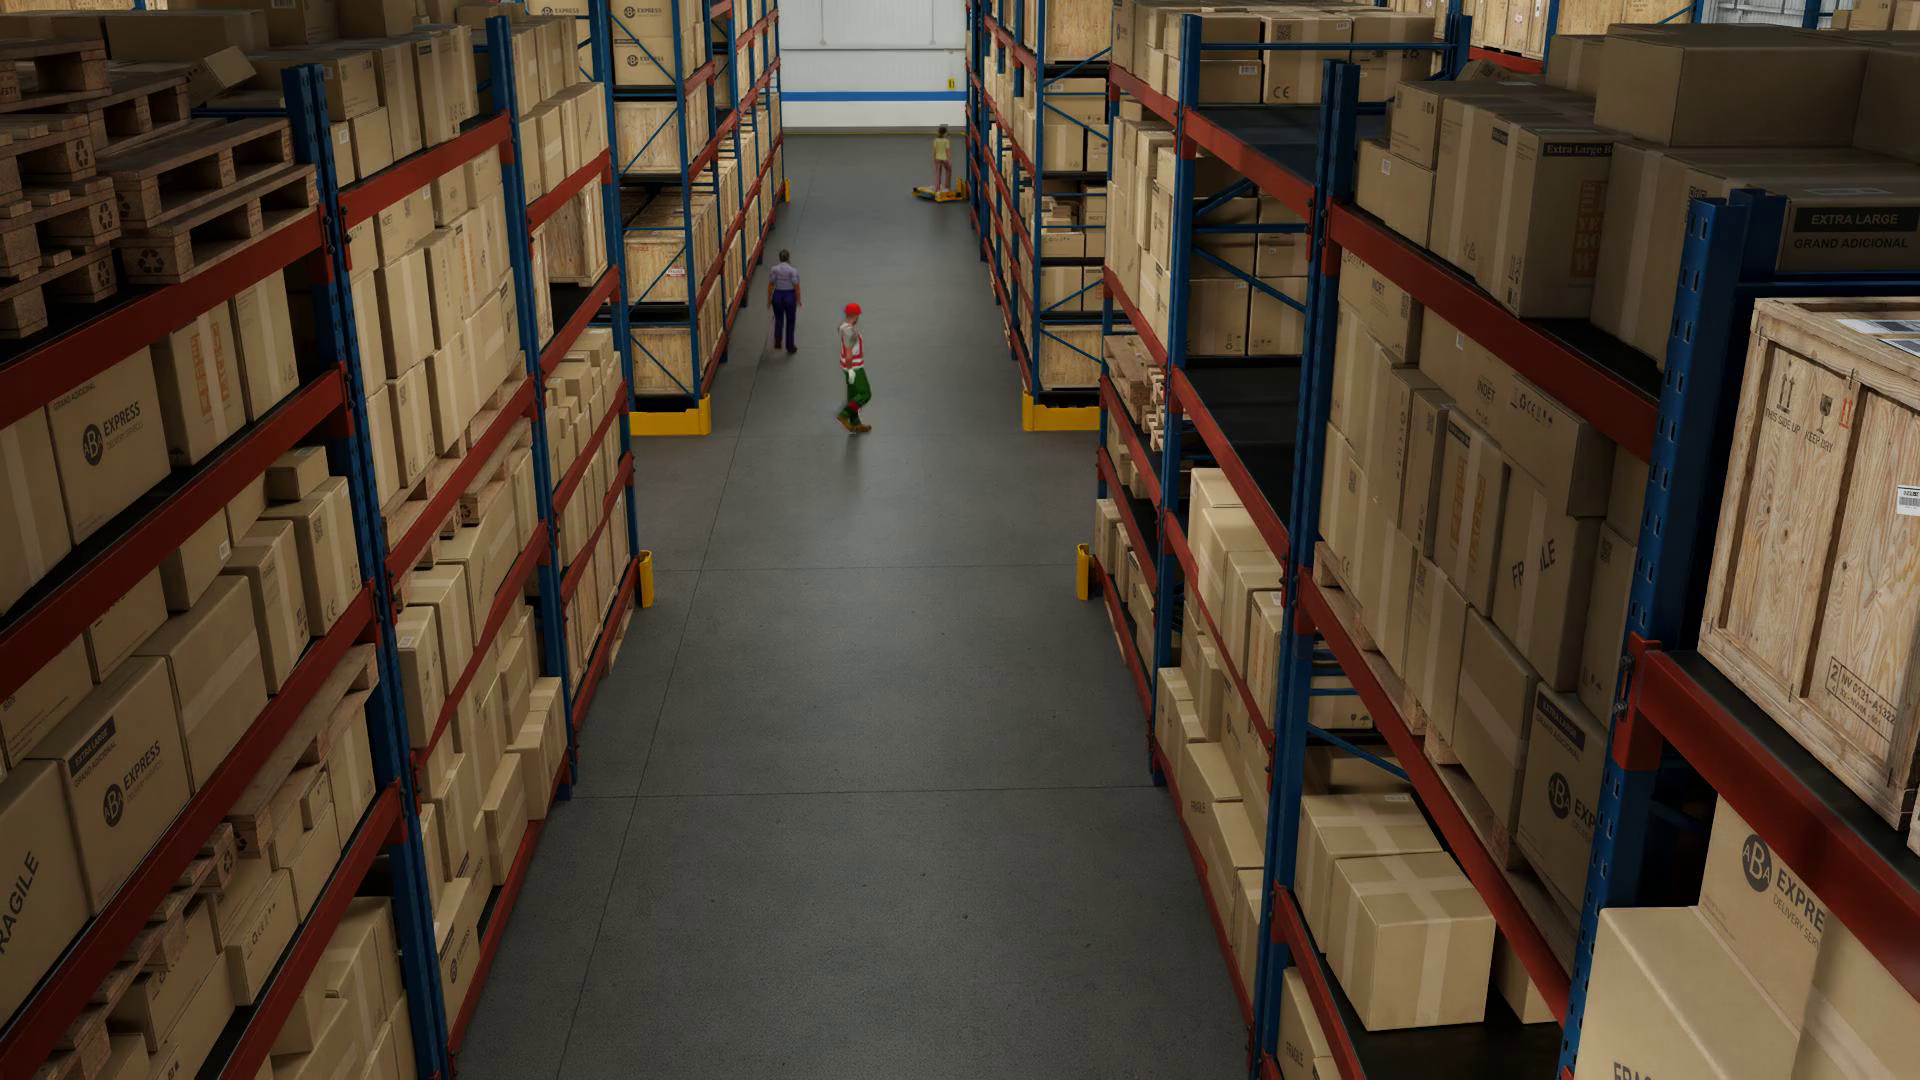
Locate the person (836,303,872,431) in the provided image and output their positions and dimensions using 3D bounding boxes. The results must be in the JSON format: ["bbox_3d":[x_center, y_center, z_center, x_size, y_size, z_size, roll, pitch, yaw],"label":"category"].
[{"bbox_3d":[-1.463,-2.336,22.685,0.501,1.787,0.573,-4,21,-10],"label":"person"}]

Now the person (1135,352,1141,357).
[{"bbox_3d":[2.414,-1.944,21.942,0.406,1.600,0.341,-6,21,-16],"label":"person"}]

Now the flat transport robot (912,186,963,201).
[{"bbox_3d":[-0.582,-8.797,42.289,0.659,0.250,1.431,-13,24,-31],"label":"flat transport robot"}]

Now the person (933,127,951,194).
[{"bbox_3d":[-0.437,-9.502,41.653,0.450,1.675,0.699,4,21,11],"label":"person"}]

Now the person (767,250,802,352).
[{"bbox_3d":[-2.843,-3.892,27.028,0.537,1.653,0.435,5,21,13],"label":"person"}]
